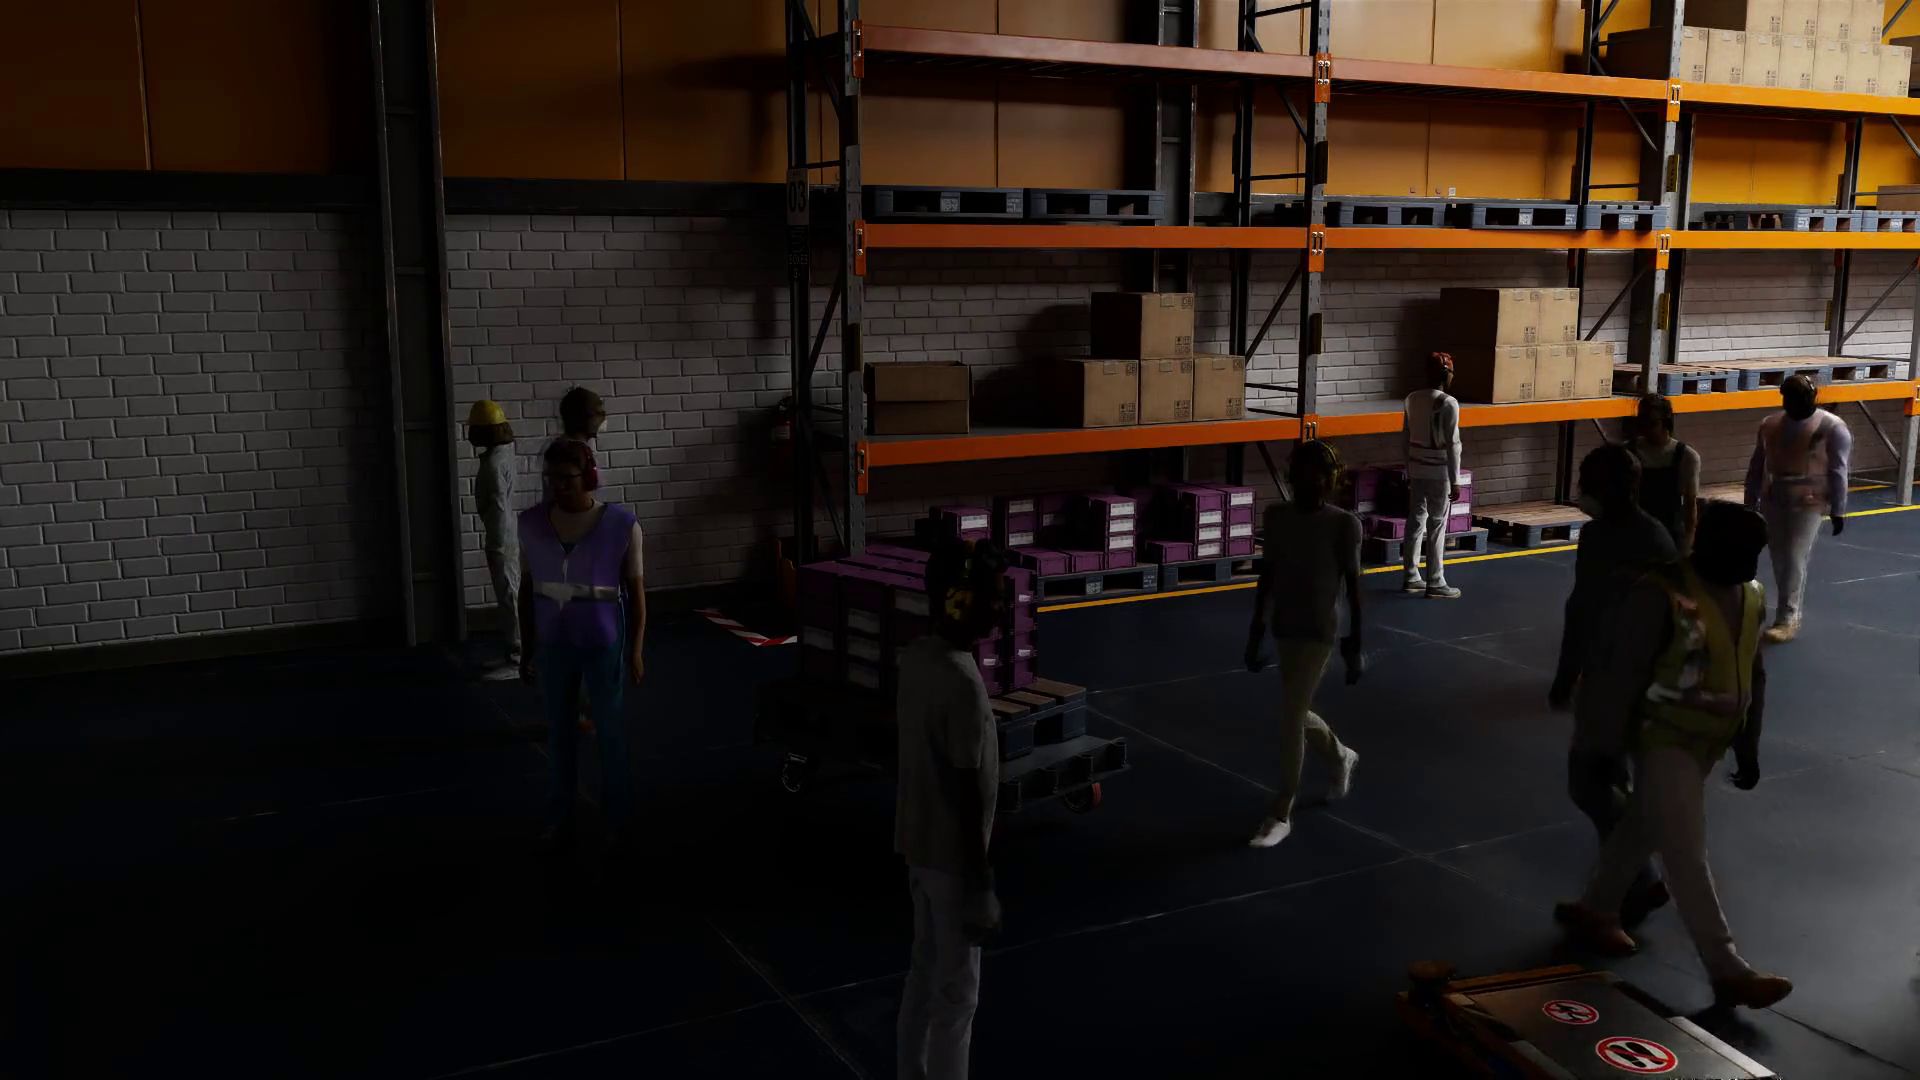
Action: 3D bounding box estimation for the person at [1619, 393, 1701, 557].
[{"bbox_3d":[4.124,0.029,9.943,0.486,1.800,0.795,5,11,25],"label":"person"}]

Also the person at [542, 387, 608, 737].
[{"bbox_3d":[-2.014,0.132,9.013,0.566,1.920,0.651,-3,10,-18],"label":"person"}]

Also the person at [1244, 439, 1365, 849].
[{"bbox_3d":[1.605,0.429,7.615,0.524,1.826,0.900,9,14,43],"label":"person"}]

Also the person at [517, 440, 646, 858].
[{"bbox_3d":[-1.653,0.472,7.298,0.571,1.840,0.374,1,10,8],"label":"person"}]

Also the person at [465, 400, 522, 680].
[{"bbox_3d":[-2.873,0.000,10.309,0.313,1.740,0.486,-1,10,-8],"label":"person"}]

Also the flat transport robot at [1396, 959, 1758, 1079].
[{"bbox_3d":[2.011,1.635,5.119,0.652,0.197,1.431,-3,10,-17],"label":"flat transport robot"}]

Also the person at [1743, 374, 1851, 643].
[{"bbox_3d":[5.611,-0.215,11.334,0.754,1.811,0.649,-6,12,-31],"label":"person"}]

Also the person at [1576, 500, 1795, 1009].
[{"bbox_3d":[2.634,0.732,5.990,0.666,1.774,0.935,-6,12,-31],"label":"person"}]

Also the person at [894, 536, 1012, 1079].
[{"bbox_3d":[-0.017,0.909,4.722,0.336,1.865,0.521,-4,10,-20],"label":"person"}]

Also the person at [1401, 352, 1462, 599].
[{"bbox_3d":[3.618,-0.492,12.730,0.349,1.882,0.584,-5,11,-25],"label":"person"}]

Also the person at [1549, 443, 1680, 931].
[{"bbox_3d":[2.537,0.575,6.486,0.423,1.919,0.638,0,10,2],"label":"person"}]
